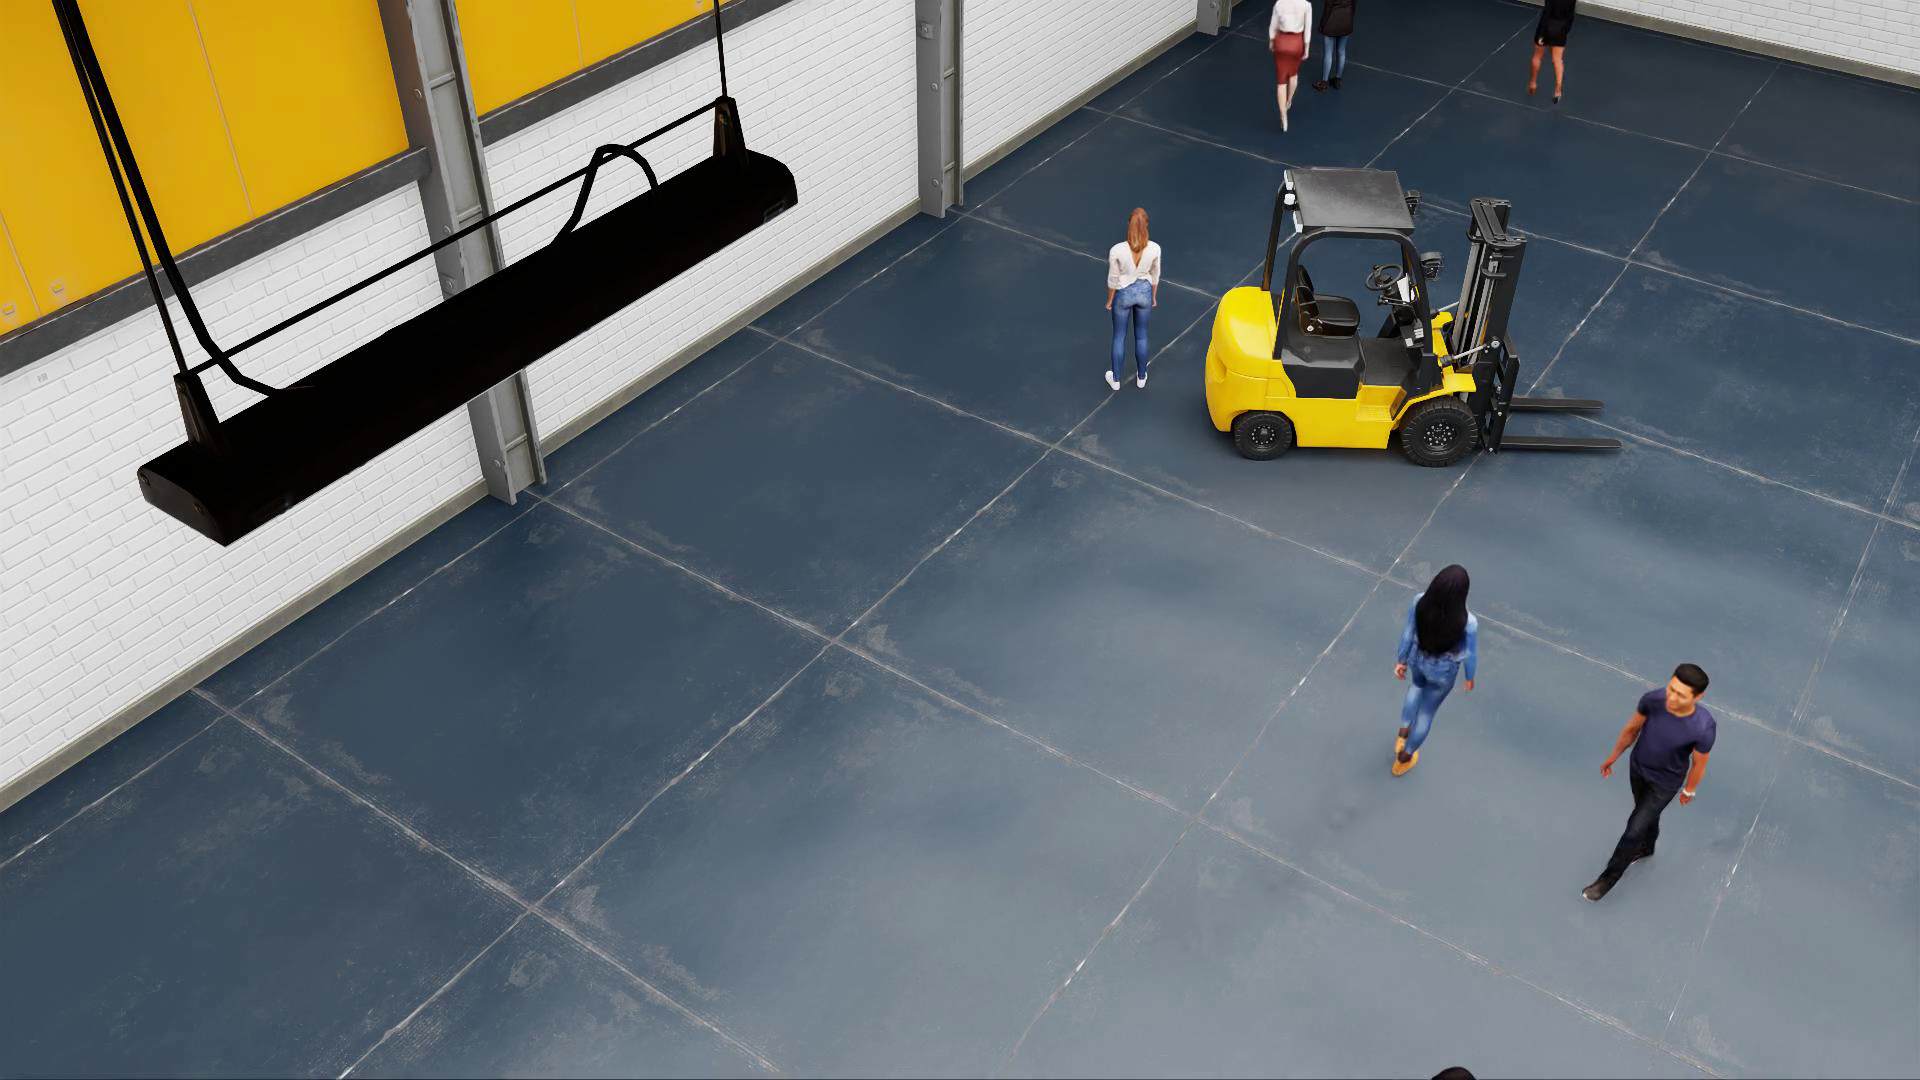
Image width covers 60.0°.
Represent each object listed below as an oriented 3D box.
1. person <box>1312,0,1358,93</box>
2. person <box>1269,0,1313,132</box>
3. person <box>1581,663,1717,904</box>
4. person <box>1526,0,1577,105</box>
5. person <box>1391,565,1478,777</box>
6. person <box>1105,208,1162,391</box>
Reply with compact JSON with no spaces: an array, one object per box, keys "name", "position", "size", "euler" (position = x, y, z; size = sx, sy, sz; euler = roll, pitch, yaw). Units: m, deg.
[{"name":"person","position":[4.398,-6.046,19.372],"size":[0.716,1.634,0.804],"euler":[-15,41,-18]},{"name":"person","position":[3.638,-5.380,18.470],"size":[0.862,1.720,1.012],"euler":[6,39,7]},{"name":"person","position":[4.252,1.365,9.993],"size":[1.082,1.759,0.916],"euler":[-17,42,-20]},{"name":"person","position":[6.805,-5.741,19.002],"size":[0.893,1.619,1.028],"euler":[-1,39,-2]},{"name":"person","position":[2.975,0.882,10.645],"size":[0.666,1.700,0.683],"euler":[32,48,33]},{"name":"person","position":[1.488,-2.071,14.326],"size":[0.687,1.720,0.736],"euler":[-4,39,-5]}]
